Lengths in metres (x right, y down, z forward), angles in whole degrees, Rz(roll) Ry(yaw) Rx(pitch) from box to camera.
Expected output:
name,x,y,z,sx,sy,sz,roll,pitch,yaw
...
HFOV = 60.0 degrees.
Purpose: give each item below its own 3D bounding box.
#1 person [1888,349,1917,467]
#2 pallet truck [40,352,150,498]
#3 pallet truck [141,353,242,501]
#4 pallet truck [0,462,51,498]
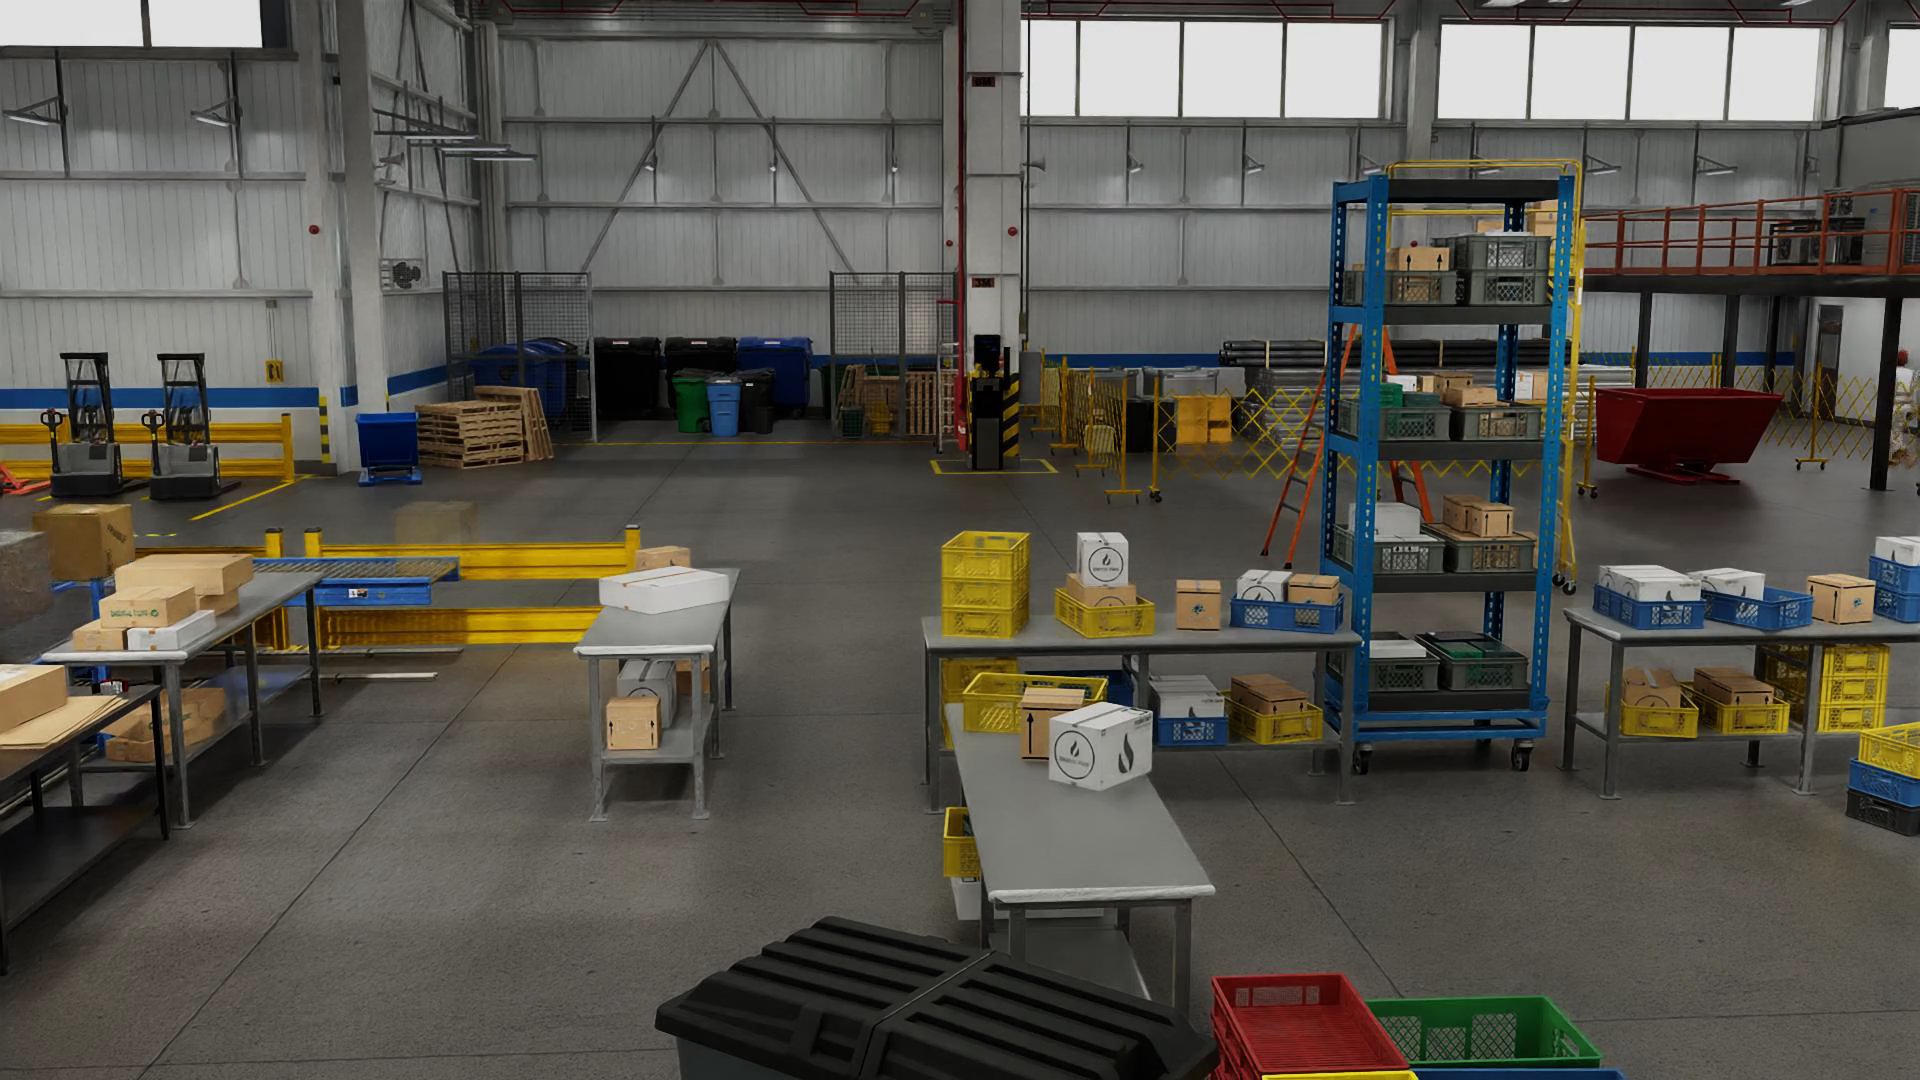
name,x,y,z,sx,sy,sz,roll,pitch,yaw
person,14.770,-2.063,26.196,0.595,1.871,0.481,-1,9,-6
pallet truck,-11.907,-1.642,23.165,0.823,1.965,1.885,0,9,0
pallet truck,-10.520,-1.604,22.925,0.823,1.965,1.885,-1,9,-6
pallet truck,-13.193,-1.293,23.148,0.653,1.274,1.630,-1,9,-4
